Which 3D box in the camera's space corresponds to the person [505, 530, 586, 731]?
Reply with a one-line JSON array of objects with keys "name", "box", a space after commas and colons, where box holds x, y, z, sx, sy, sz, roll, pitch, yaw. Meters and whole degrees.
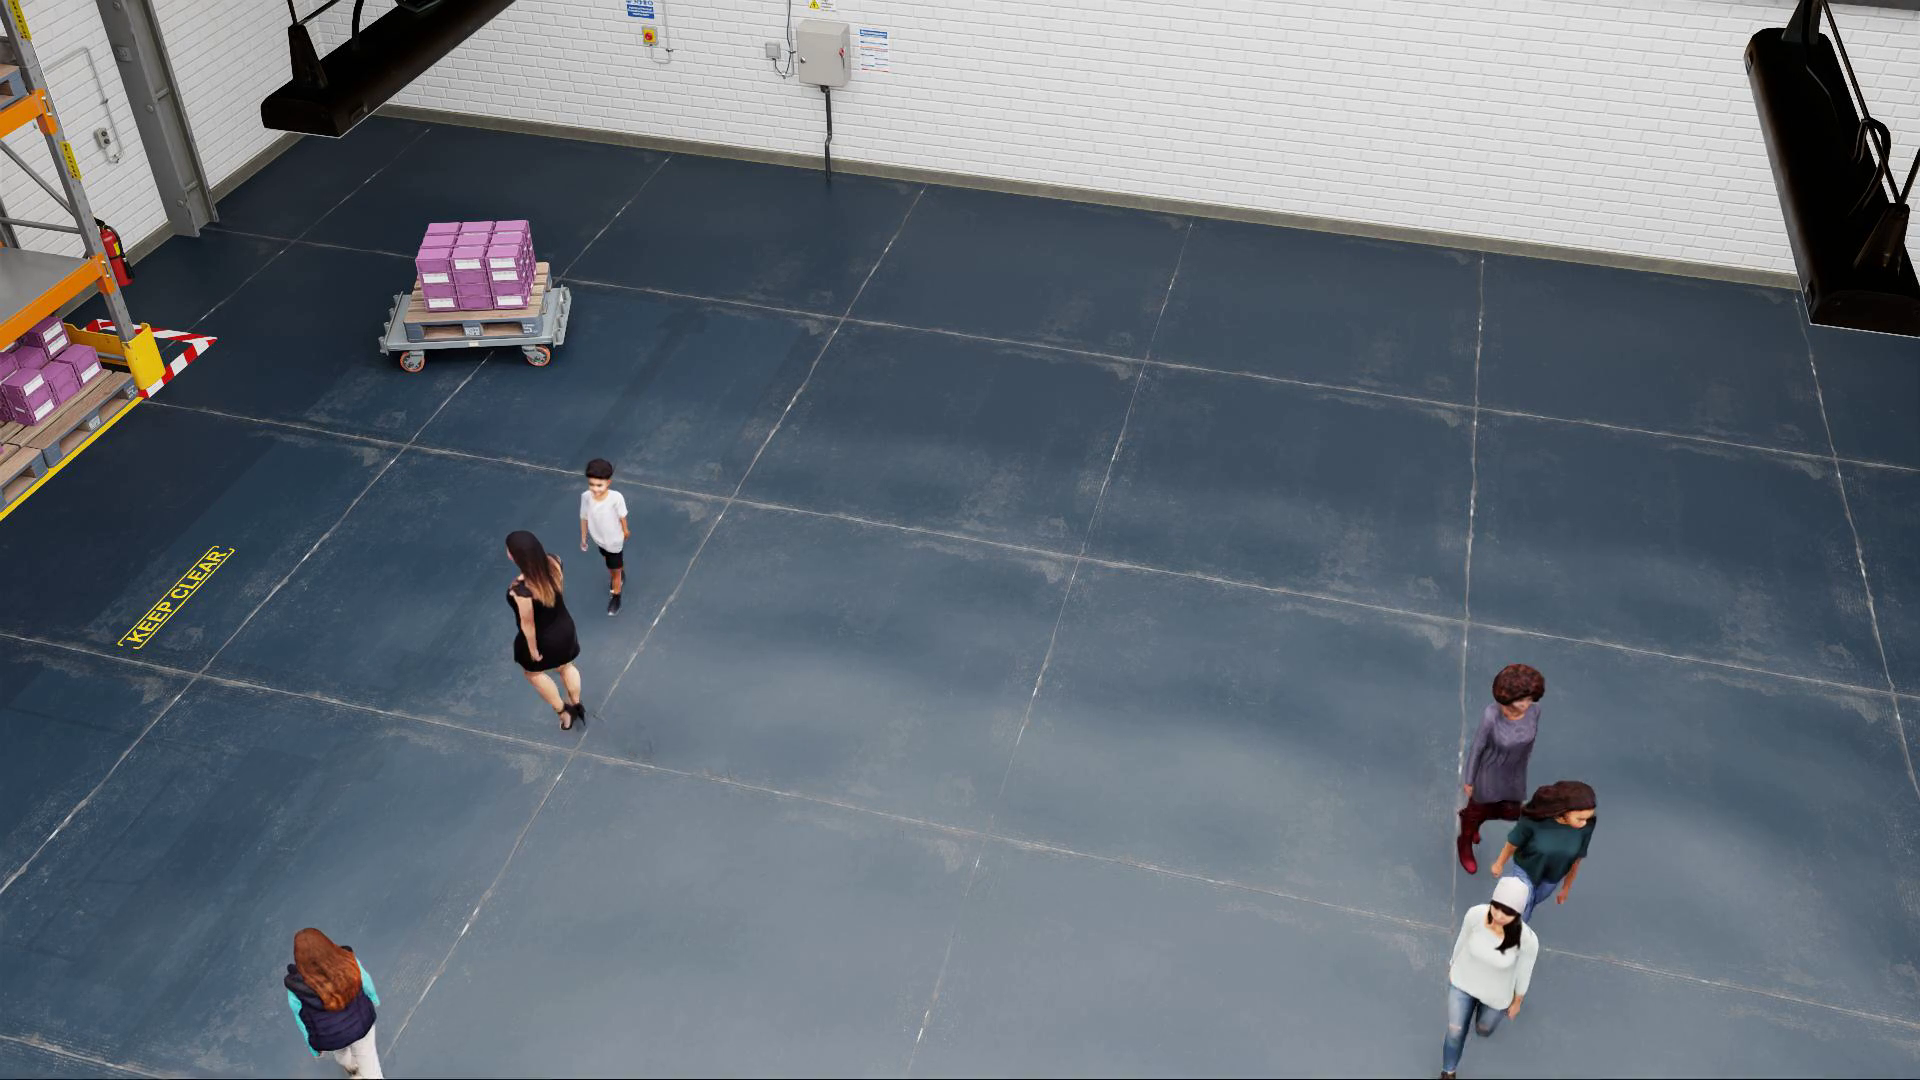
[{"name": "person", "box": [-2.706, 0.650, 11.224, 0.773, 1.708, 0.644, 17, 41, 20]}]

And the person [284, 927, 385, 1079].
[{"name": "person", "box": [-3.279, 2.651, 8.914, 0.983, 1.464, 1.034, -21, 43, -25]}]

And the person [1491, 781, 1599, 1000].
[{"name": "person", "box": [3.374, 1.893, 9.765, 0.738, 1.587, 0.971, 5, 39, 6]}]

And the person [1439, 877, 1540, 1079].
[{"name": "person", "box": [2.891, 2.395, 9.104, 0.802, 1.626, 1.057, 24, 45, 27]}]

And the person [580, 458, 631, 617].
[{"name": "person", "box": [-2.653, -0.112, 12.553, 0.516, 1.239, 0.763, 8, 39, 10]}]

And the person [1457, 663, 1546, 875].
[{"name": "person", "box": [3.293, 1.372, 10.327, 0.748, 1.699, 0.801, -8, 39, -10]}]
